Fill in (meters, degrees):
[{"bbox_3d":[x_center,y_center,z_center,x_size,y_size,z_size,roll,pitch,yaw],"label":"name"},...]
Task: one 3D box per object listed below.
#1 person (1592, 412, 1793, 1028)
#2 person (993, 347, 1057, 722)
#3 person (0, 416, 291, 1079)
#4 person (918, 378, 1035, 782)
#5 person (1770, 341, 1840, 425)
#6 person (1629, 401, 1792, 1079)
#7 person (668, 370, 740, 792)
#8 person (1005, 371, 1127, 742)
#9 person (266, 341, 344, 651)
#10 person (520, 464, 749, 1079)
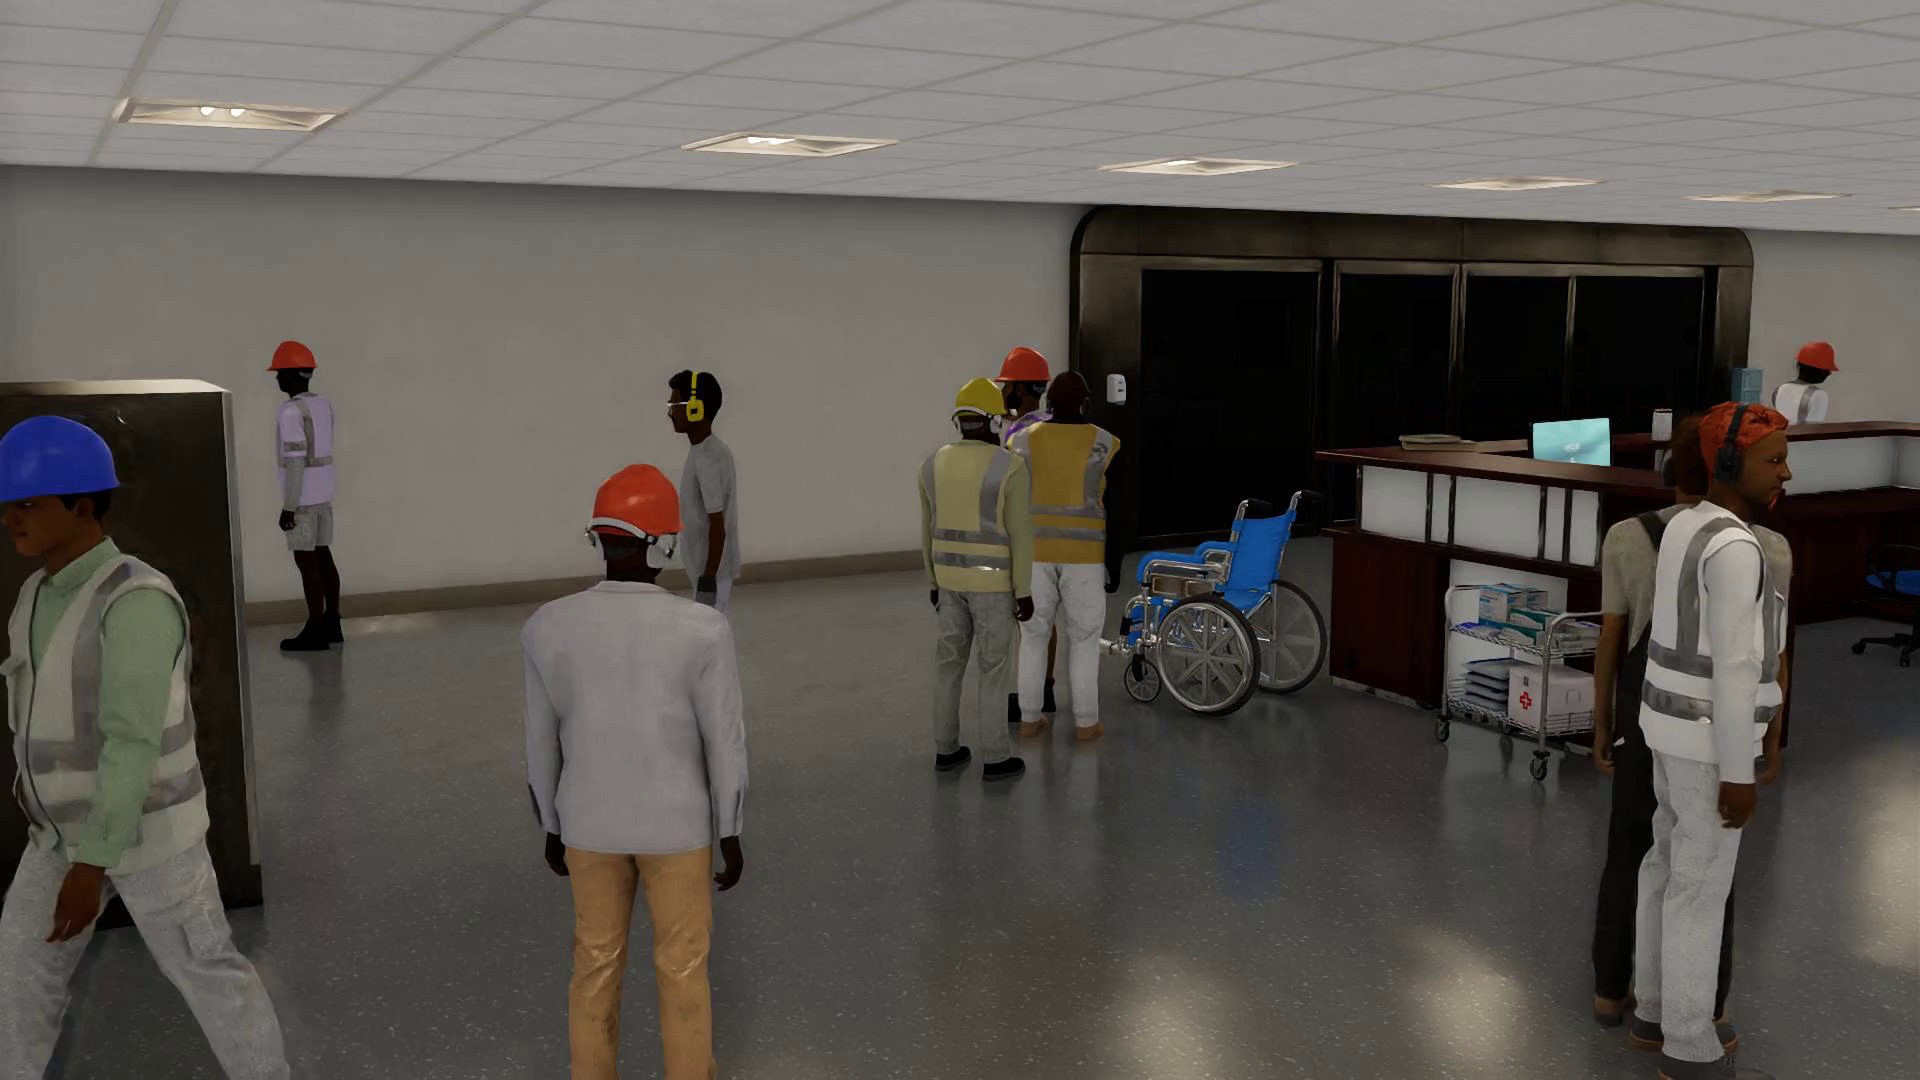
[{"bbox_3d":[2.116,0.549,4.844,0.511,1.836,0.356,5,9,31],"label":"person"},{"bbox_3d":[0.336,-0.023,8.614,0.355,1.939,0.544,3,8,22],"label":"person"},{"bbox_3d":[-2.004,0.665,3.806,0.609,1.888,1.041,5,9,32],"label":"person"},{"bbox_3d":[0.088,0.176,7.598,0.593,1.826,0.404,6,10,35],"label":"person"},{"bbox_3d":[6.267,-0.555,12.603,0.678,1.905,0.570,-2,8,-17],"label":"person"},{"bbox_3d":[2.064,0.563,4.576,0.360,1.882,0.575,1,8,10],"label":"person"},{"bbox_3d":[-1.125,0.185,7.356,0.309,1.868,0.534,-1,8,-7],"label":"person"},{"bbox_3d":[0.523,0.085,8.242,0.617,1.836,0.433,2,8,14],"label":"person"},{"bbox_3d":[-4.122,-0.272,10.419,0.370,1.935,0.552,1,8,4],"label":"person"},{"bbox_3d":[-0.793,0.685,4.150,0.564,1.751,0.330,1,8,9],"label":"person"}]
